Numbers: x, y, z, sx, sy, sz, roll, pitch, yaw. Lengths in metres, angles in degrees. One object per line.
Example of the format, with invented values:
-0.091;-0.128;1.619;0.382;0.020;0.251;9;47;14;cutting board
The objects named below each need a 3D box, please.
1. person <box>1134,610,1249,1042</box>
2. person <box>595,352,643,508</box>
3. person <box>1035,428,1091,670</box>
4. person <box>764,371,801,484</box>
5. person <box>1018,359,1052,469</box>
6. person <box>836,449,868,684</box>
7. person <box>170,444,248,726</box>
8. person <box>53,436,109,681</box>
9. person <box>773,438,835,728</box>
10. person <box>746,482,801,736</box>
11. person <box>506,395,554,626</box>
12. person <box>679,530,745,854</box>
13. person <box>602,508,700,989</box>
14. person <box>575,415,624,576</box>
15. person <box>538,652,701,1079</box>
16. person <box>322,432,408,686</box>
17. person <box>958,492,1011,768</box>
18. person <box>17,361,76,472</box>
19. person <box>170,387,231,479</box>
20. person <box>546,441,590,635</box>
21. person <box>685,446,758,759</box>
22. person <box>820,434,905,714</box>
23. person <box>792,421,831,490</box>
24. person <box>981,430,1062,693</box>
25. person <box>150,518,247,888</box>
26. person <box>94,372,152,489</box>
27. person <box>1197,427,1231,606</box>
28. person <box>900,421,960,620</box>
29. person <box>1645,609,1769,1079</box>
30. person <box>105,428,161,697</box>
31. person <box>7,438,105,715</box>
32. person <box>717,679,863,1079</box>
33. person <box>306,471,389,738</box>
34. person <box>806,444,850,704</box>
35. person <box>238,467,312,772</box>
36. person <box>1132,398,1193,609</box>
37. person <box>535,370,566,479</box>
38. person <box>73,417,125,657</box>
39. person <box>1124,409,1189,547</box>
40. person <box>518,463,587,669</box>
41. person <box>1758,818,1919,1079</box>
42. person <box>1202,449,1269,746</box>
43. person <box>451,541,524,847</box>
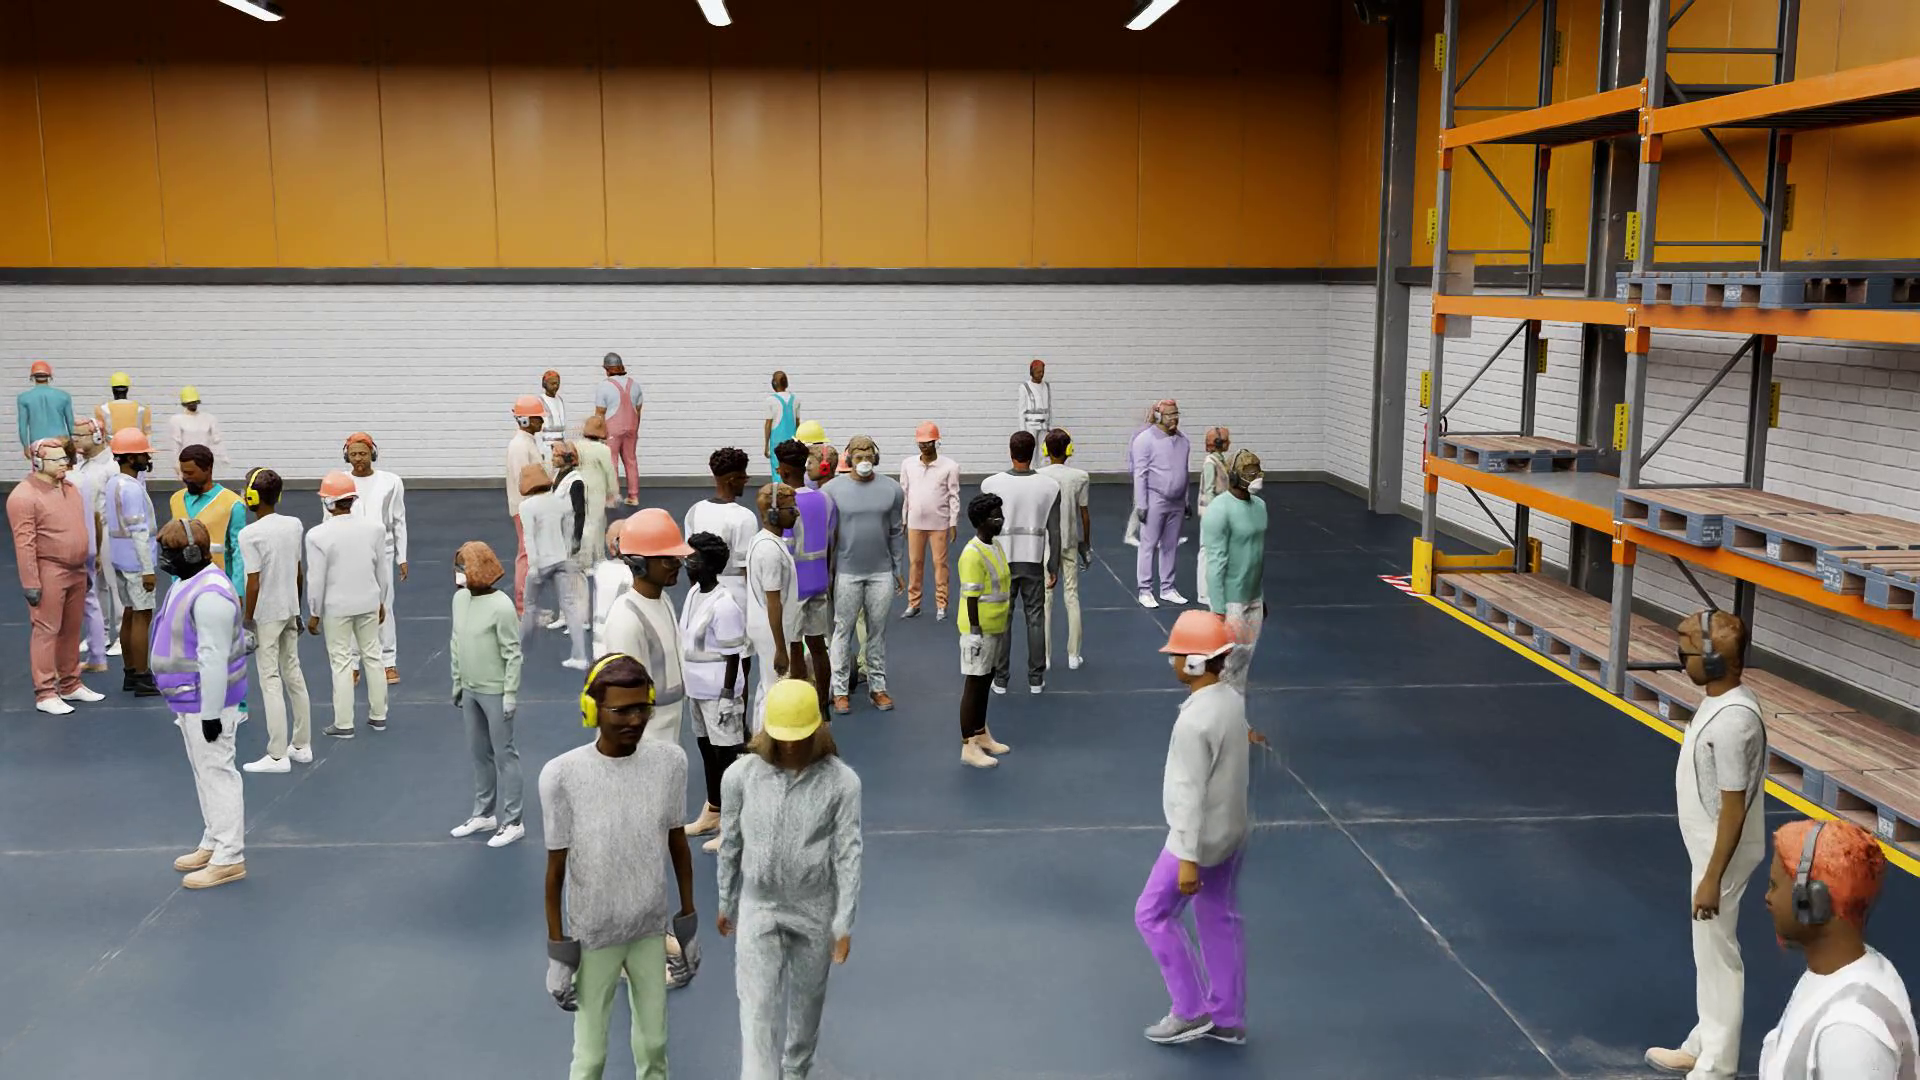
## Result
0.903;1.129;6.514;0.466;1.732;0.586;5;10;28;person
-4.502;-1.447;21.743;0.535;2.000;0.683;9;12;43;person
0.746;0.068;12.786;0.531;1.863;0.323;-1;9;-4;person
-2.225;-1.202;20.866;0.503;1.837;0.349;-7;11;-37;person
1.043;-1.541;22.851;0.586;1.879;0.357;-8;12;-41;person
-0.776;0.193;12.342;0.342;1.749;0.573;-1;9;-4;person
-5.024;0.304;11.149;0.593;1.914;0.391;3;9;17;person
-6.651;0.135;12.465;0.339;1.833;0.524;3;10;21;person
-1.062;0.311;10.941;0.362;1.962;0.613;6;11;32;person
-1.064;0.580;9.630;0.331;1.844;0.521;-2;9;-12;person
-3.719;-0.258;14.418;0.393;1.992;0.622;-2;9;-10;person
-1.311;0.791;8.759;0.317;1.698;0.540;-5;11;-31;person
-1.316;0.876;7.149;0.392;2.045;0.608;1;9;4;person
-3.625;-0.453;16.816;0.499;1.612;0.675;8;12;42;person
-1.071;1.265;5.277;0.505;1.864;0.332;-6;11;-33;person
-4.374;0.142;12.258;0.584;1.882;0.337;-3;10;-19;person
0.155;0.546;10.305;0.316;1.695;0.542;3;9;17;person
-11.295;-1.227;20.606;0.634;1.963;0.846;-5;10;-30;person
-8.842;-0.912;19.339;0.579;1.737;0.575;8;12;41;person
-3.317;-0.027;14.081;0.309;1.641;0.515;-7;11;-38;person
-1.453;0.388;10.450;0.617;1.964;0.361;8;12;40;person
-0.676;0.232;11.520;0.635;1.937;0.354;-3;10;-20;person
-1.239;-0.072;13.763;0.404;1.830;0.601;-3;10;-20;person
0.439;0.169;12.020;0.590;1.910;0.387;0;9;-3;person
-3.789;0.799;8.304;0.429;1.836;0.623;-6;11;-34;person
-9.603;-0.966;19.117;0.589;1.917;0.401;-6;11;-35;person
2.338;-0.222;15.304;0.315;1.640;0.515;3;10;18;person
-0.282;-0.168;14.611;0.560;1.752;0.326;2;9;14;person
2.725;1.157;6.033;0.348;1.838;0.505;4;10;24;person
-5.918;0.159;11.980;0.354;1.939;0.544;-8;12;-41;person
-6.263;0.241;11.568;0.407;1.906;0.654;1;9;5;person
-0.579;1.288;5.647;0.505;1.678;0.949;-1;9;-5;person
-4.024;0.417;10.925;0.322;1.756;0.560;8;12;41;person
-0.918;0.237;11.777;0.388;1.847;0.563;-2;9;-10;person
-4.203;0.485;10.147;0.328;1.872;0.513;3;9;16;person
1.877;-0.340;15.211;0.636;1.911;0.406;-6;11;-34;person
-4.935;-1.104;20.094;0.337;1.882;0.588;3;10;18;person
-6.862;-0.027;13.245;0.642;1.909;0.399;4;10;25;person
2.178;-0.686;18.357;0.872;1.584;0.550;5;10;30;person
-3.220;0.202;12.836;0.812;1.572;0.520;5;11;30;person
1.866;1.541;3.564;0.349;1.872;0.689;4;10;24;person
1.761;0.388;10.541;0.368;1.939;0.633;7;11;36;person
-2.524;0.810;8.844;0.503;1.632;0.271;7;11;38;person
